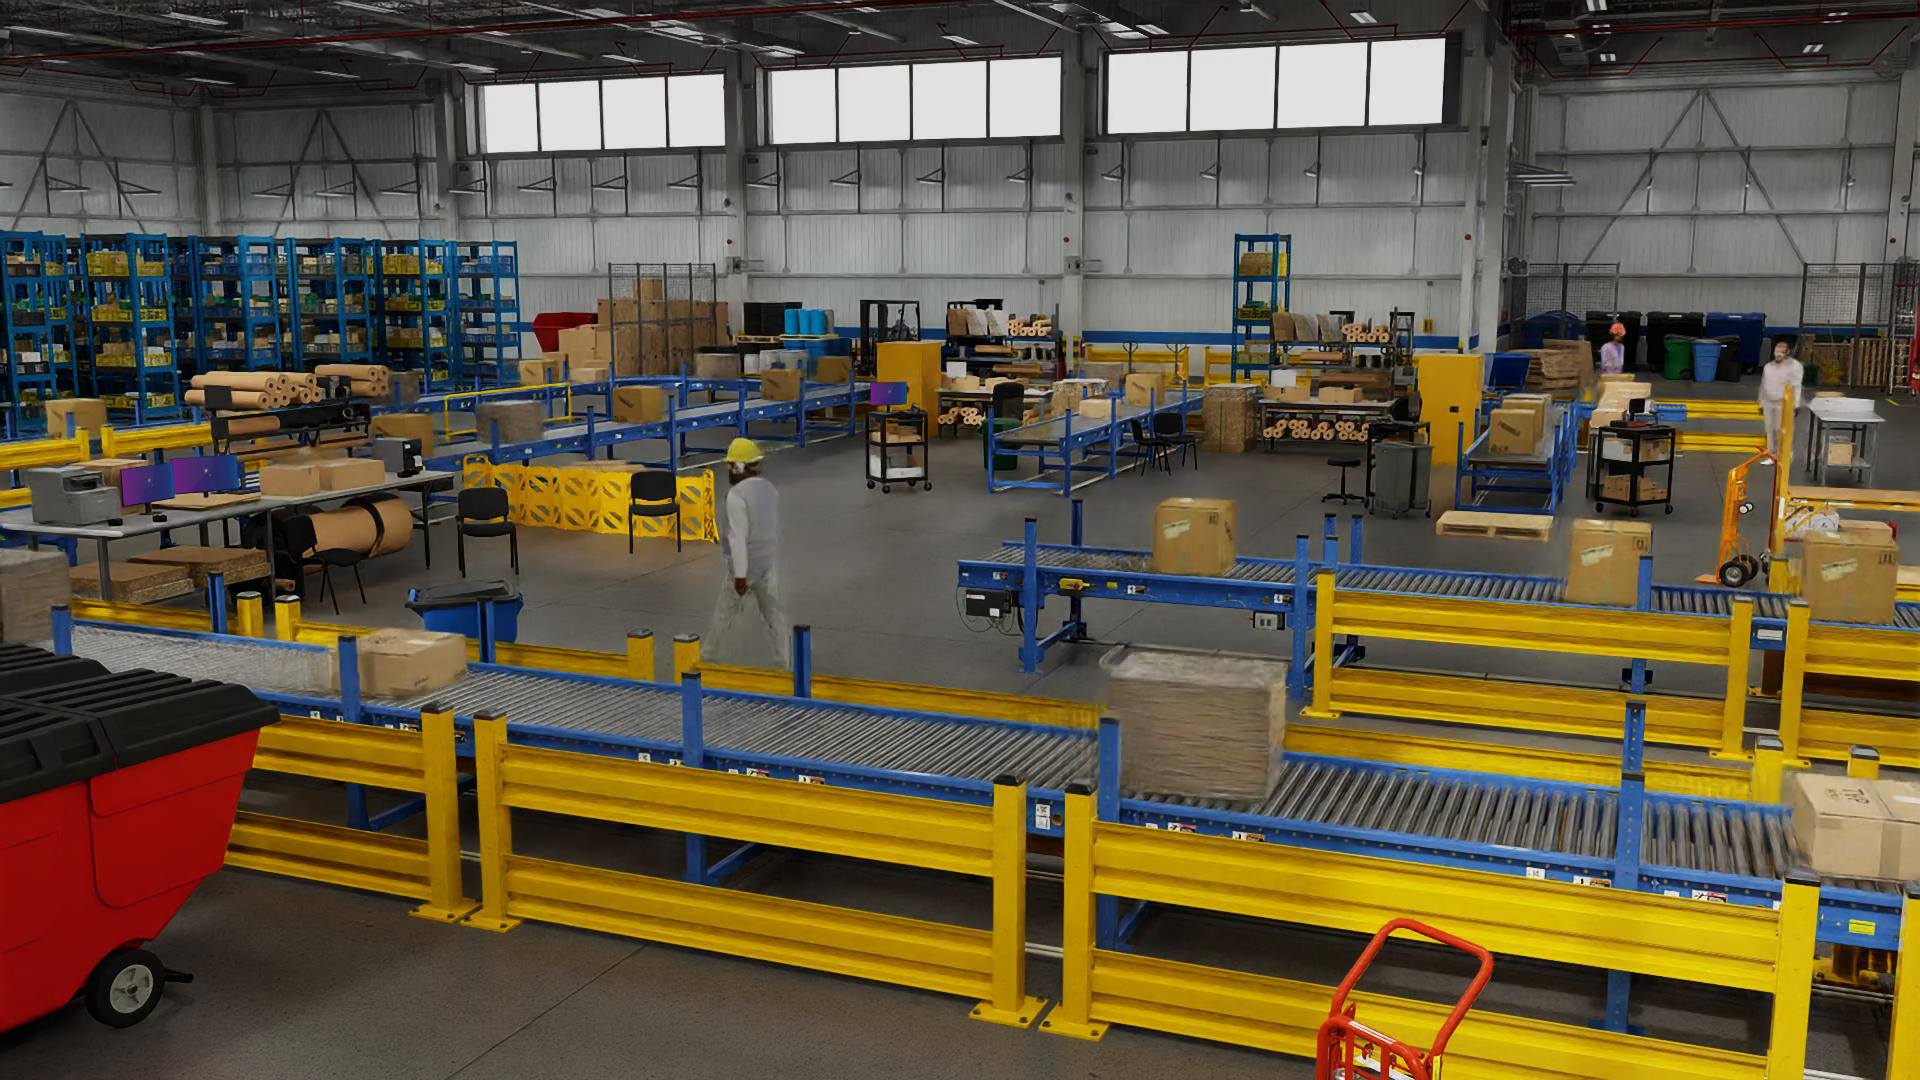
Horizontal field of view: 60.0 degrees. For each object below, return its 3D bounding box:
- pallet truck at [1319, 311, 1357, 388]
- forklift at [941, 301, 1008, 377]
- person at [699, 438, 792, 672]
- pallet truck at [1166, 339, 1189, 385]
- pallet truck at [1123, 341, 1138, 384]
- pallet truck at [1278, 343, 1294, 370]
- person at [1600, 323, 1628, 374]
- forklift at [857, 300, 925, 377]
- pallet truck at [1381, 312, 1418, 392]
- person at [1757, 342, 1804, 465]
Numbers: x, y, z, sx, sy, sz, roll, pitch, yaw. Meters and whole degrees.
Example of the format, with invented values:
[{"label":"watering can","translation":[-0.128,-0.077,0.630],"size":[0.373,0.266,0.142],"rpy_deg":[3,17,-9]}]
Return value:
[{"label":"pallet truck","translation":[9.071,-4.419,39.190],"size":[0.823,1.965,1.885],"rpy_deg":[5,10,26]},{"label":"forklift","translation":[0.365,-4.966,41.571],"size":[1.157,1.987,2.680],"rpy_deg":[3,10,20]},{"label":"person","translation":[-1.610,0.155,12.087],"size":[0.925,1.788,0.621],"rpy_deg":[5,10,26]},{"label":"pallet truck","translation":[5.418,-4.269,40.420],"size":[0.704,1.261,1.522],"rpy_deg":[3,10,20]},{"label":"pallet truck","translation":[4.445,-4.380,41.279],"size":[0.680,1.201,1.601],"rpy_deg":[4,10,22]},{"label":"pallet truck","translation":[7.886,-4.163,39.743],"size":[0.653,1.274,1.630],"rpy_deg":[4,10,22]},{"label":"person","translation":[11.664,-2.868,29.729],"size":[0.608,2.029,0.461],"rpy_deg":[-6,11,-33]},{"label":"forklift","translation":[-1.732,-5.109,42.468],"size":[1.157,1.987,2.680],"rpy_deg":[4,10,22]},{"label":"pallet truck","translation":[10.207,-4.283,38.369],"size":[0.823,1.965,1.885],"rpy_deg":[3,10,20]},{"label":"person","translation":[12.385,-2.055,25.199],"size":[0.423,1.883,0.685],"rpy_deg":[-5,11,-28]}]
